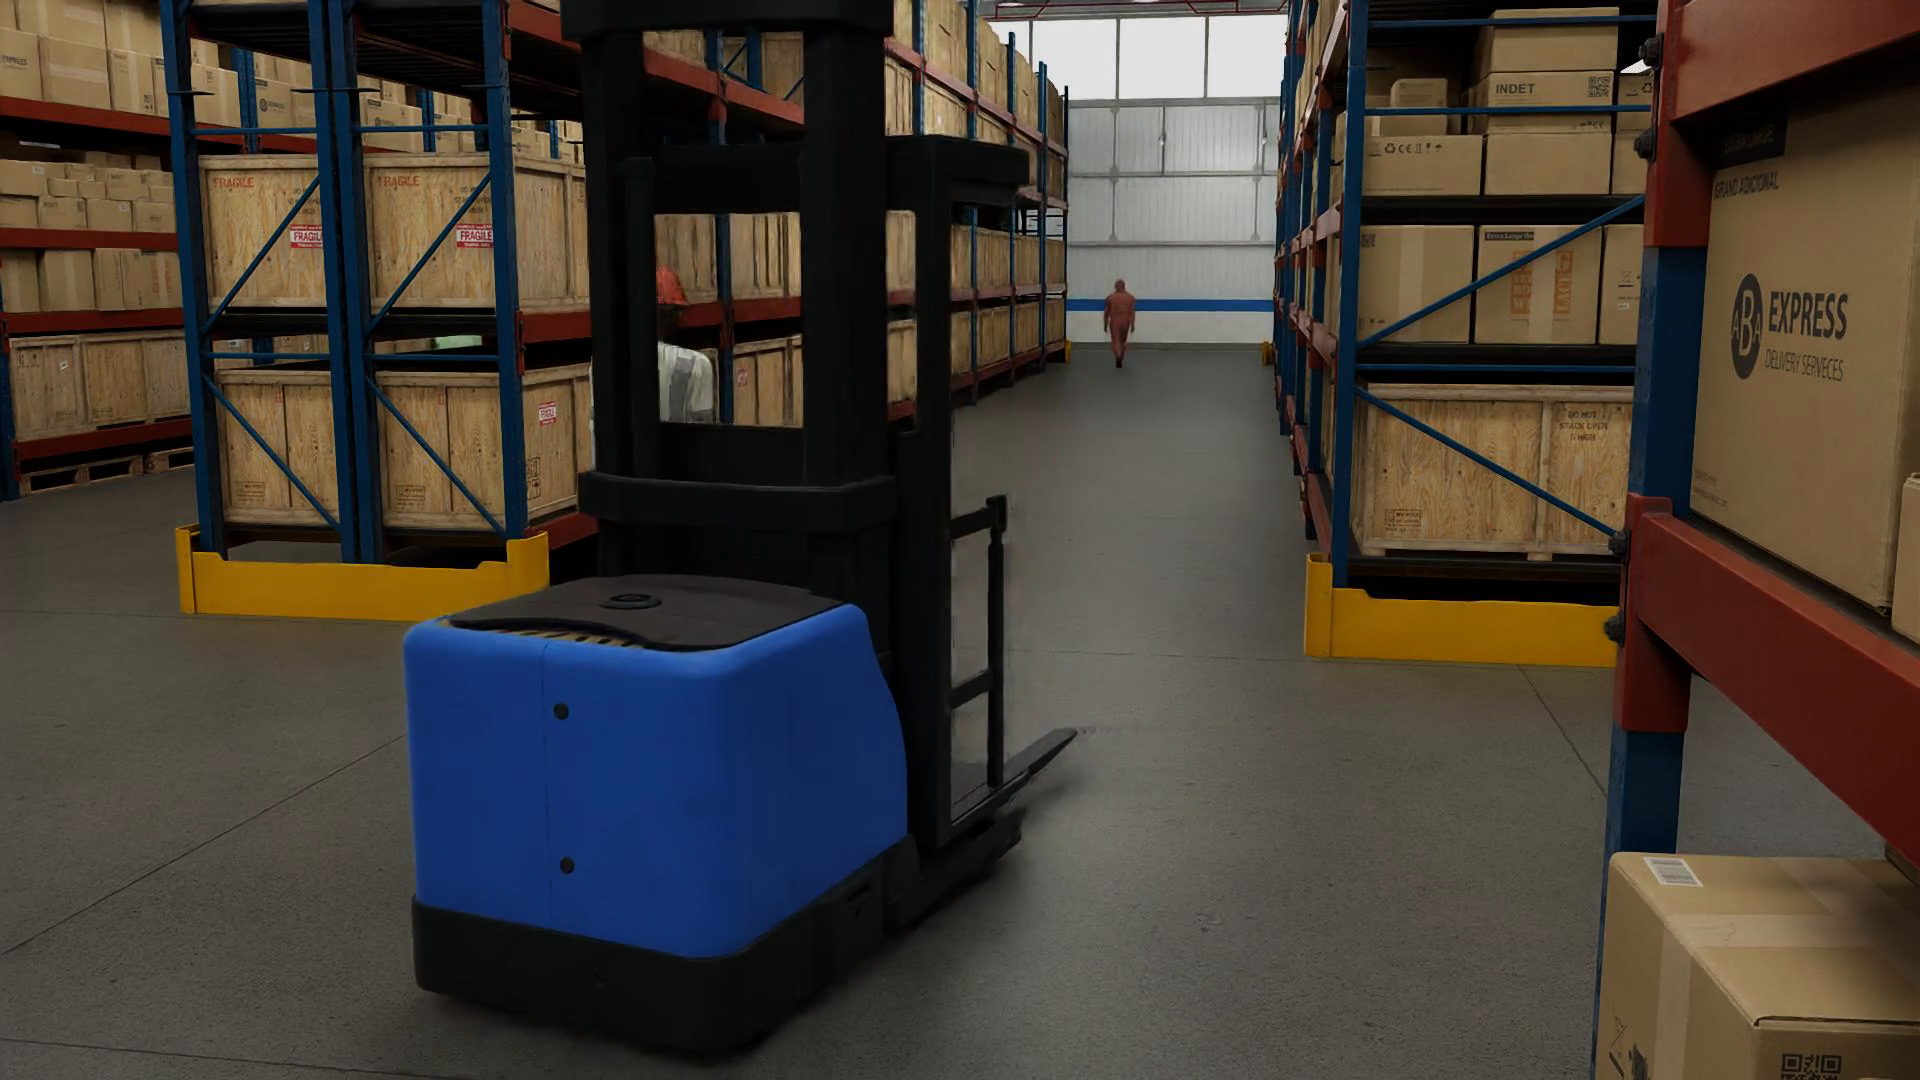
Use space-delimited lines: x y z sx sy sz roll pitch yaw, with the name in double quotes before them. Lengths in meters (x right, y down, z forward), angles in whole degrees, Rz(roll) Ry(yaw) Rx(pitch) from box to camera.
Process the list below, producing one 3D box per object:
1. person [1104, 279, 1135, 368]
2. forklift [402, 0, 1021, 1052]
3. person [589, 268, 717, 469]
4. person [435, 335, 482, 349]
"person" 3.395 -4.607 35.381 0.651 1.881 0.857 -1 9 -7
"forklift" -0.676 -0.207 4.970 1.129 2.768 1.873 4 10 24
"person" -1.411 -0.240 7.779 0.609 2.040 0.395 2 9 10
"person" -4.513 -1.348 15.287 0.596 1.828 0.454 1 9 7
